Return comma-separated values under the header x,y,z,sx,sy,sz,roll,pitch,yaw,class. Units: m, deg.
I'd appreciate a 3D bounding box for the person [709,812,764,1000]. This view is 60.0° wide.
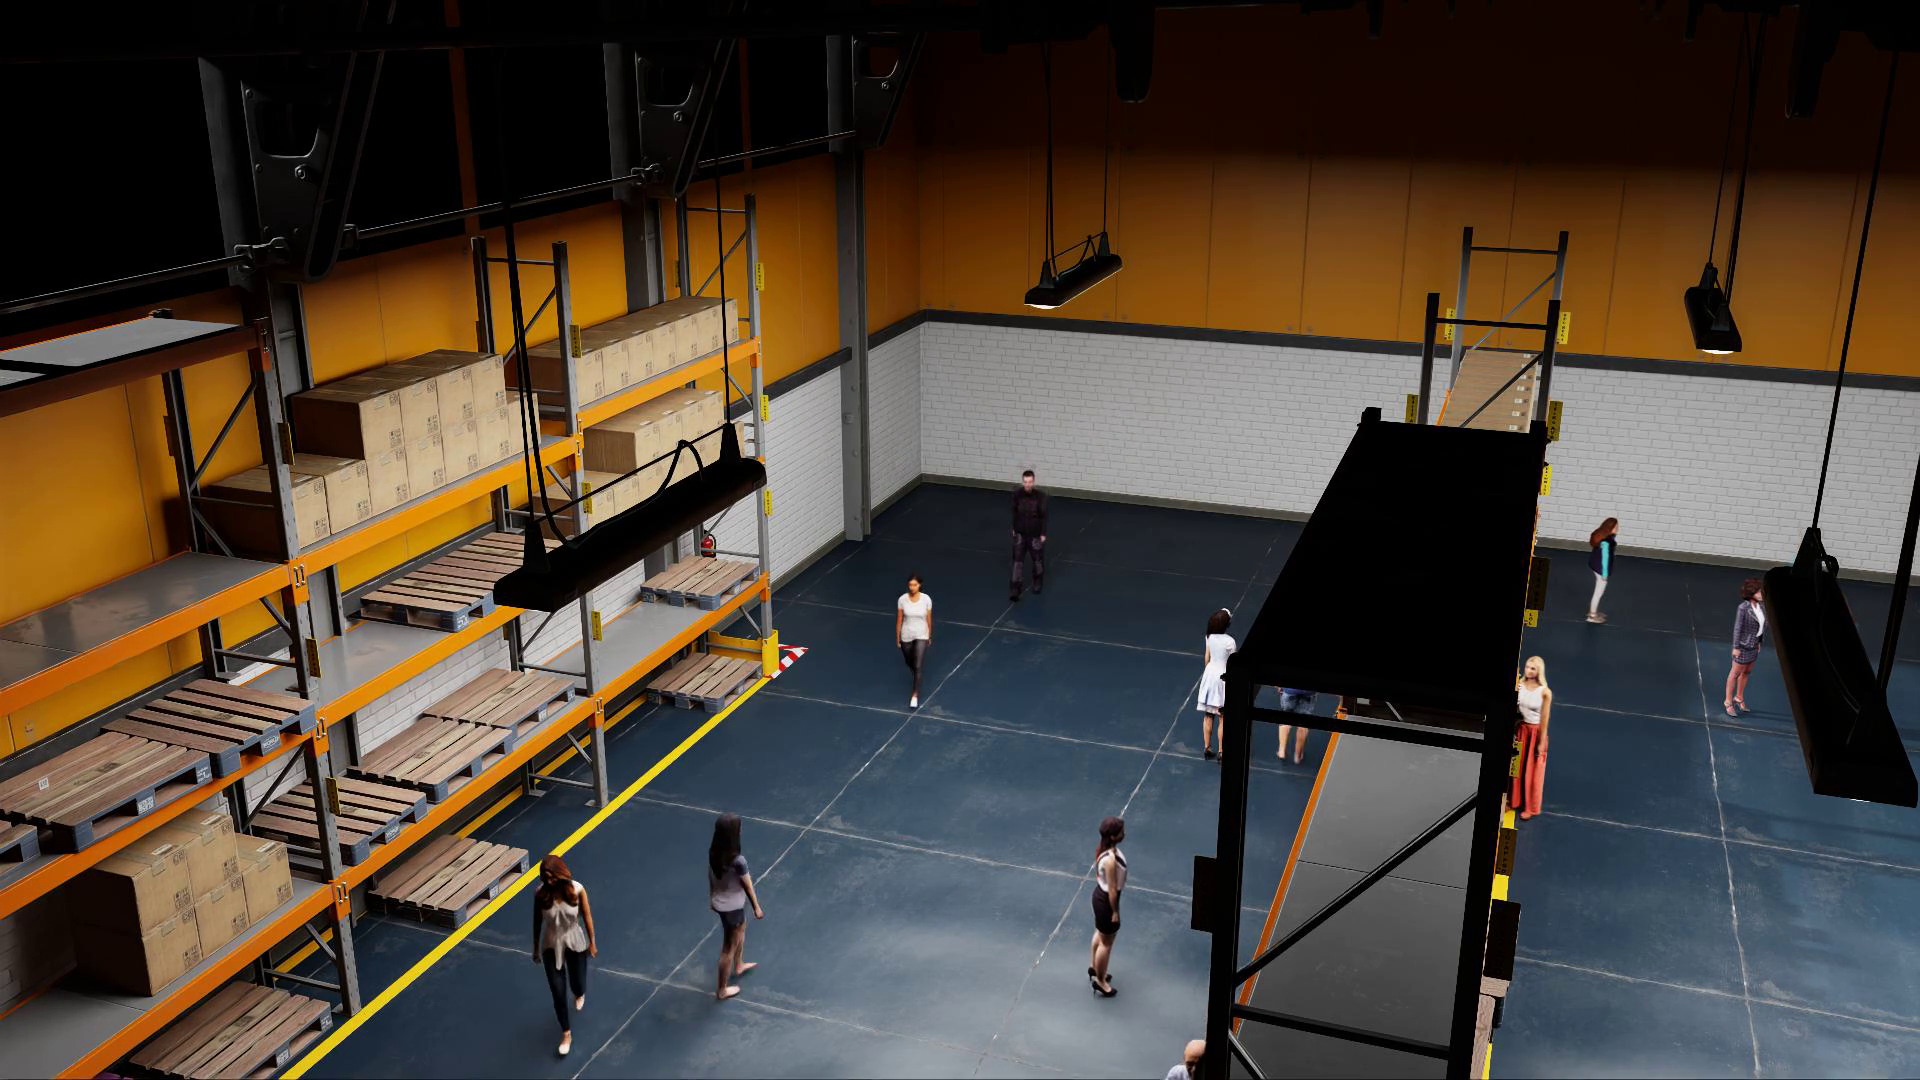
x,y,z,sx,sy,sz,roll,pitch,yaw,class
-2.030,3.151,14.208,0.897,1.689,0.804,-15,24,-38,person

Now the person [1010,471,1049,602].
x,y,z,sx,sy,sz,roll,pitch,yaw,class
0.992,-0.087,23.563,0.800,1.854,1.228,4,19,13,person

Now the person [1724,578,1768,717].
x,y,z,sx,sy,sz,roll,pitch,yaw,class
9.358,1.259,19.803,0.687,1.703,0.768,-11,21,-29,person

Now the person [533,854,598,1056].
x,y,z,sx,sy,sz,roll,pitch,yaw,class
-3.235,3.302,13.650,0.886,1.758,1.031,-2,19,-5,person

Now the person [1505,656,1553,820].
x,y,z,sx,sy,sz,roll,pitch,yaw,class
5.942,2.038,17.336,0.744,1.800,0.717,-16,25,-40,person

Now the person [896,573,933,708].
x,y,z,sx,sy,sz,roll,pitch,yaw,class
-0.545,1.163,20.227,0.753,1.614,1.127,2,19,6,person

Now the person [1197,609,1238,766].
x,y,z,sx,sy,sz,roll,pitch,yaw,class
2.895,1.627,18.528,0.873,1.818,0.831,-17,25,-40,person

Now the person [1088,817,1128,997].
x,y,z,sx,sy,sz,roll,pitch,yaw,class
1.267,3.134,14.326,0.683,1.646,0.572,-1,19,-4,person

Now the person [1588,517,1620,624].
x,y,z,sx,sy,sz,roll,pitch,yaw,class
8.768,0.389,22.708,0.620,1.498,0.505,7,20,21,person
